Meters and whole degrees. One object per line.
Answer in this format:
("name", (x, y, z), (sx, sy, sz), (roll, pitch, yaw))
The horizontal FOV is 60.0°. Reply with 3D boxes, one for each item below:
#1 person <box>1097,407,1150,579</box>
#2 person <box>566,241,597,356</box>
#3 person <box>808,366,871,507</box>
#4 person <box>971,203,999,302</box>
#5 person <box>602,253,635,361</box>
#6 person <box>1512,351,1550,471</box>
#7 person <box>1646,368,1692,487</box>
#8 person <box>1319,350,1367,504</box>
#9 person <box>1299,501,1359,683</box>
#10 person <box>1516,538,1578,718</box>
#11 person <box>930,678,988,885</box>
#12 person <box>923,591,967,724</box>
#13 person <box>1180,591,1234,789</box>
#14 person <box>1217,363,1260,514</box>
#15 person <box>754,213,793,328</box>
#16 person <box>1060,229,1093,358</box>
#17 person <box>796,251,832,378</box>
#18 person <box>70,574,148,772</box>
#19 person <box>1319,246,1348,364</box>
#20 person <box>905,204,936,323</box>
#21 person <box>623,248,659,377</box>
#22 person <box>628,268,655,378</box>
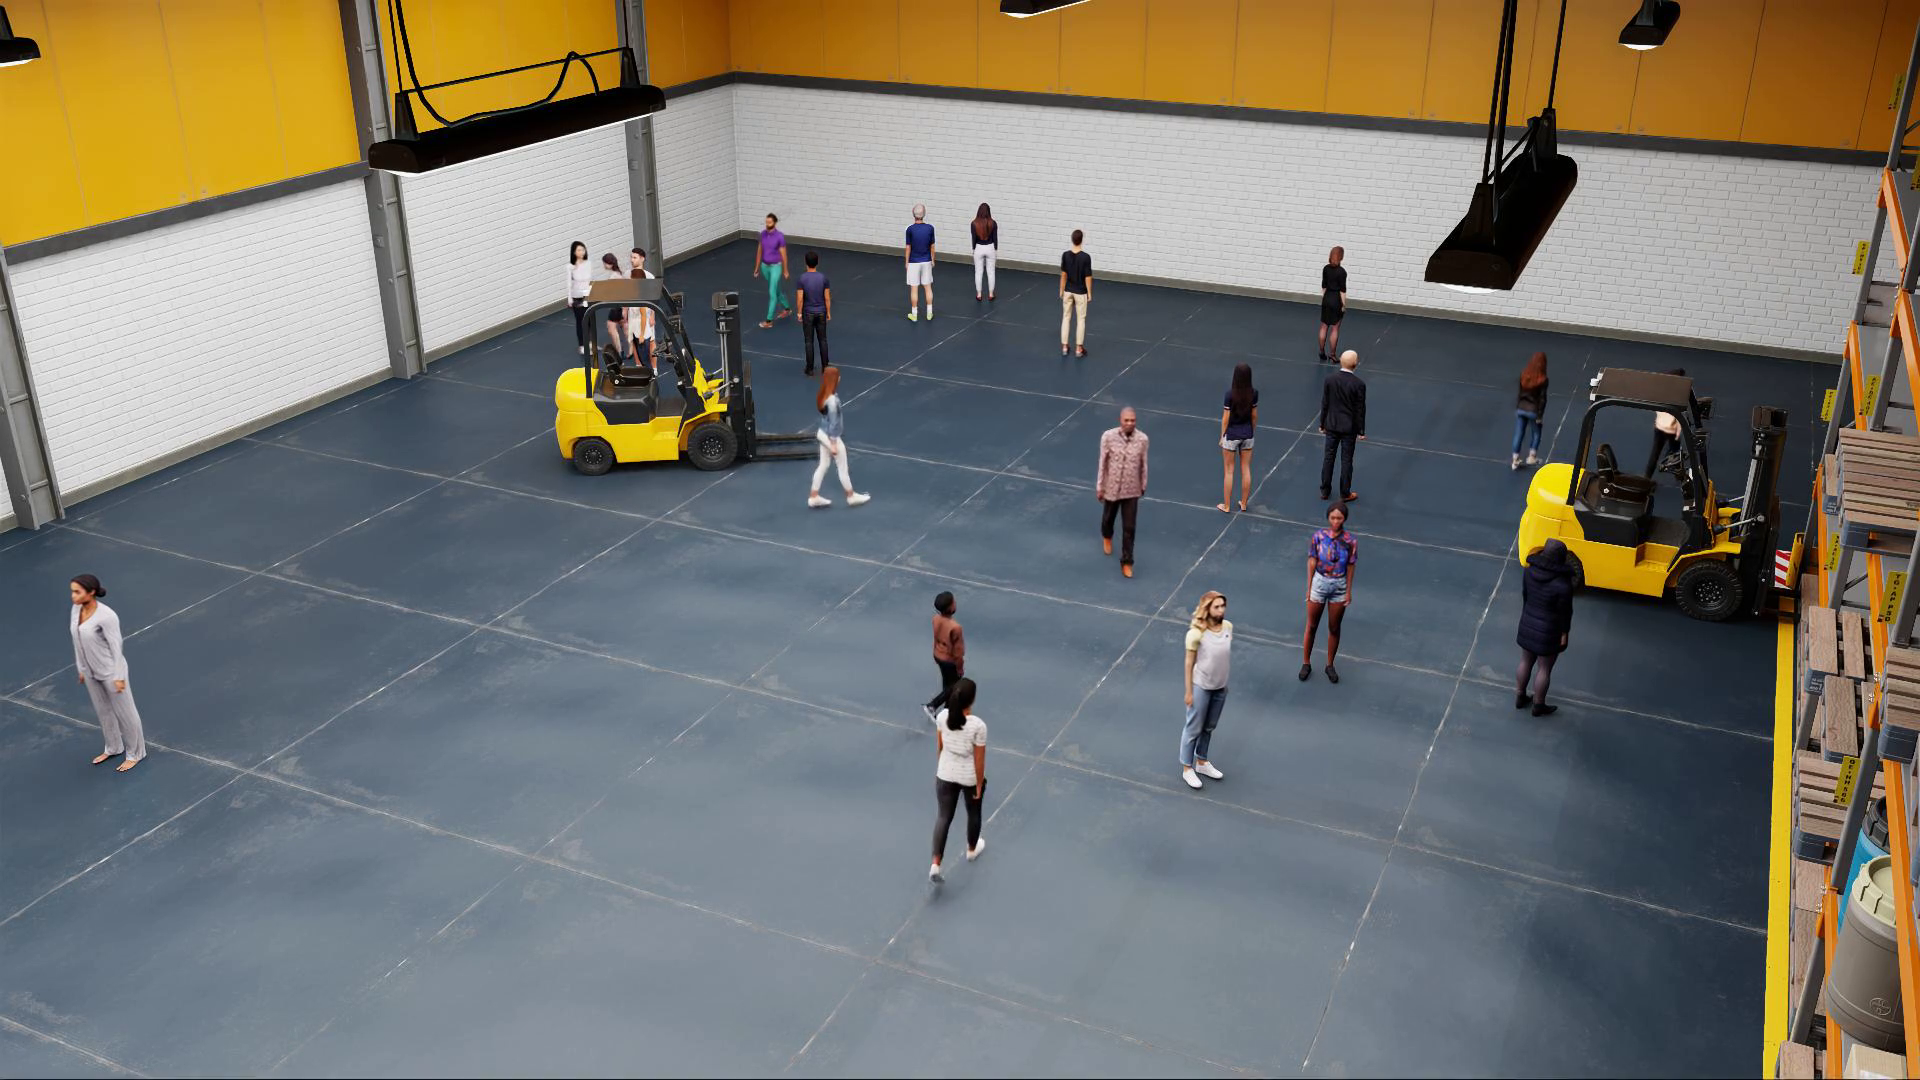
("person", (1.686, -0.563, 17.490), (0.928, 1.786, 1.166), (1, 24, 3))
("person", (-5.555, -3.567, 24.477), (0.724, 1.695, 0.811), (-21, 31, -39))
("person", (-1.550, -1.141, 18.954), (1.056, 1.674, 0.977), (-10, 25, -21))
("person", (0.406, -4.728, 27.241), (0.676, 1.608, 0.674), (0, 24, 1))
("person", (-4.870, -3.351, 24.073), (0.897, 1.624, 0.847), (-9, 25, -20))
("person", (6.867, -1.553, 20.155), (0.659, 1.467, 0.737), (19, 30, 37))
("person", (8.283, -1.282, 19.557), (1.030, 1.447, 0.887), (-14, 27, -29))
("person", (4.407, -1.320, 19.206), (0.716, 1.798, 0.607), (14, 27, 30))
("person", (3.372, 0.463, 15.199), (0.634, 1.741, 0.595), (4, 24, 9))
("person", (5.124, 0.755, 14.616), (0.830, 1.674, 0.796), (-14, 27, -30))
("person", (-0.035, 1.794, 12.299), (0.613, 1.625, 1.035), (9, 25, 19))
("person", (-0.146, 1.044, 14.487), (0.808, 1.248, 0.706), (-16, 28, -33))
("person", (2.010, 1.194, 13.553), (0.649, 1.722, 0.765), (-16, 28, -32))
("person", (3.161, -1.161, 18.883), (0.653, 1.767, 0.693), (-5, 24, -12))
("person", (-2.872, -4.235, 25.963), (0.756, 1.728, 1.219), (15, 27, 30))
("person", (1.694, -3.624, 24.414), (0.639, 1.850, 0.549), (9, 25, 21))
("person", (-2.061, -3.197, 23.508), (0.709, 1.793, 0.756), (-7, 25, -16))
("person", (-7.106, 1.067, 13.824), (0.628, 1.736, 0.532), (10, 26, 22))
("person", (5.409, -3.421, 24.129), (0.658, 1.706, 0.659), (-16, 28, -32))
("person", (-0.633, -4.368, 26.130), (0.716, 1.837, 0.766), (-7, 25, -16))
("person", (-4.494, -3.206, 23.450), (0.665, 1.856, 0.545), (11, 26, 23))
("person", (-4.333, -2.822, 22.659), (0.729, 1.785, 0.677), (-9, 25, -20))
